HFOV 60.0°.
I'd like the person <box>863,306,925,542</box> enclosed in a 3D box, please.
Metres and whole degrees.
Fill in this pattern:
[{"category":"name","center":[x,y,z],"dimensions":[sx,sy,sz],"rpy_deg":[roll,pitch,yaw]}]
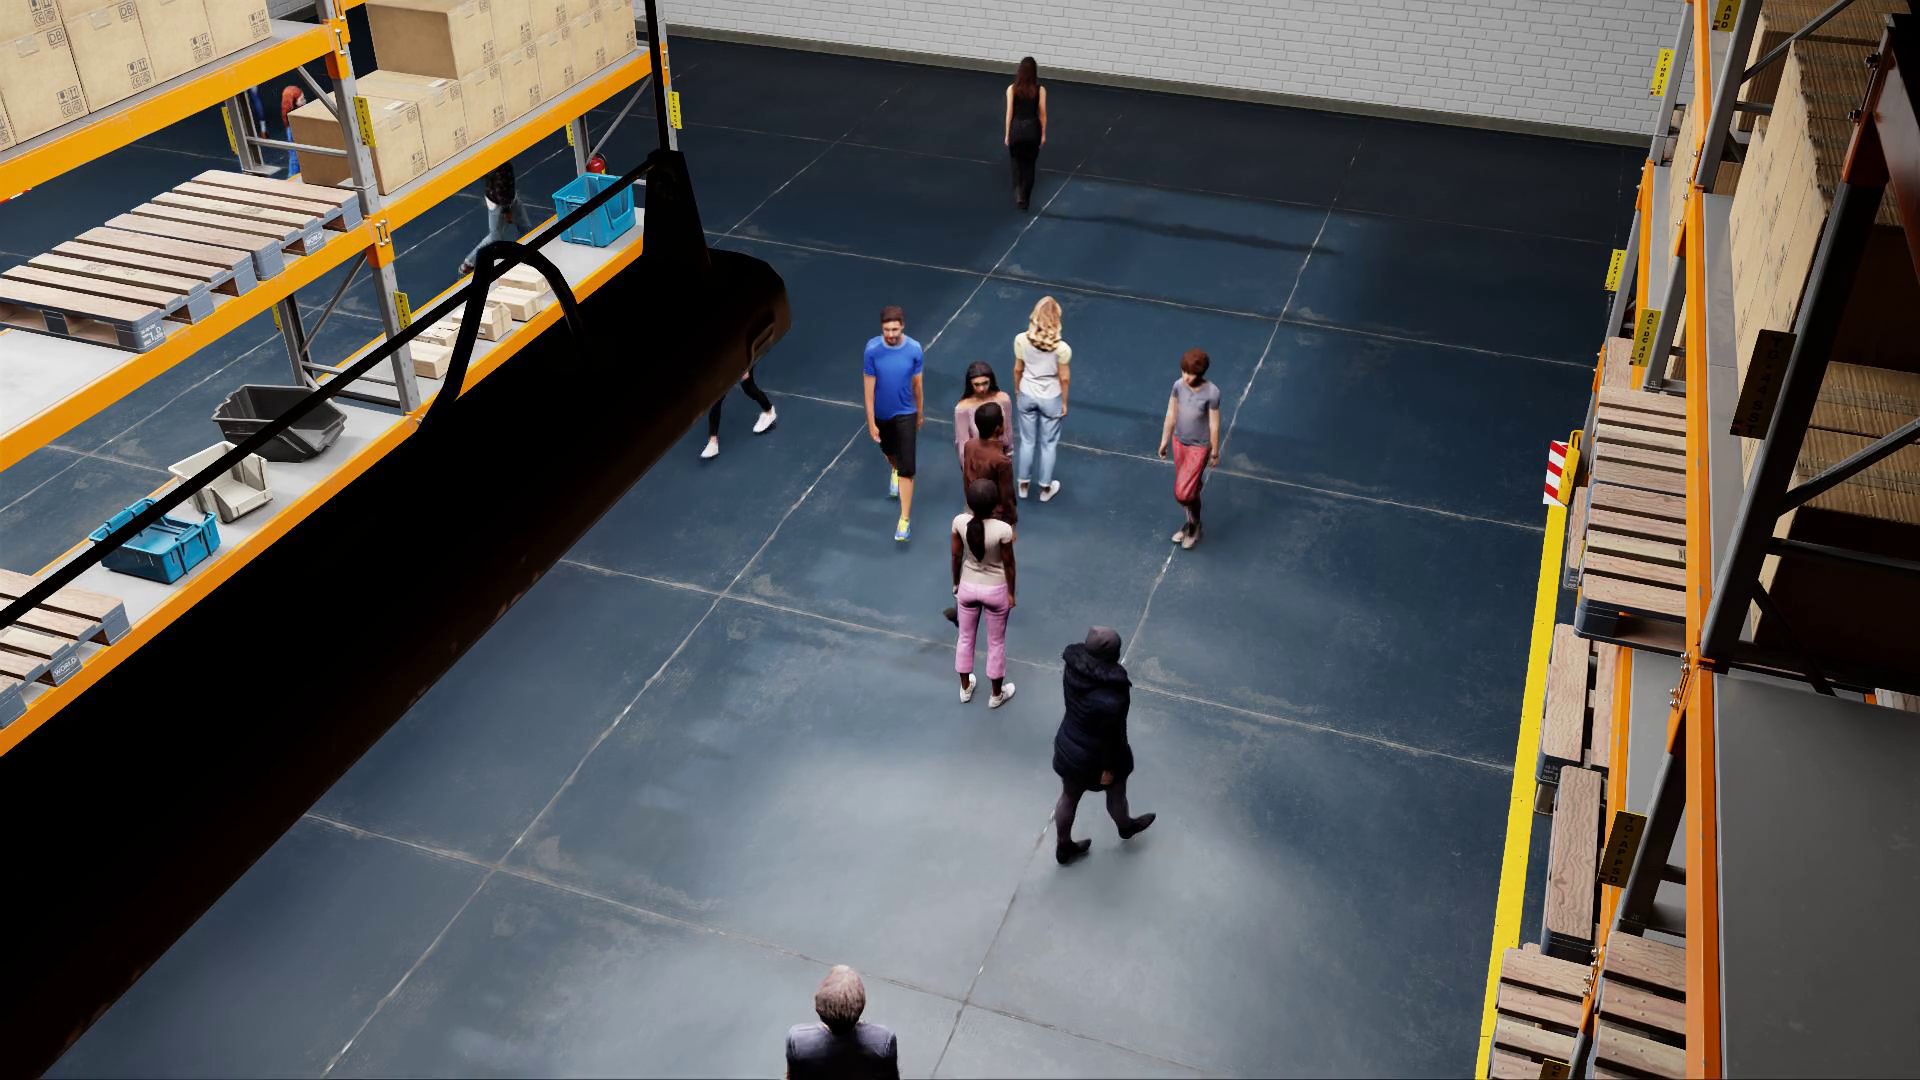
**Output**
[{"category":"person","center":[-0.509,-1.003,12.807],"dimensions":[0.838,1.812,1.326],"rpy_deg":[1,34,2]}]

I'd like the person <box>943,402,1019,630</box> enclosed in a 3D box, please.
[{"category":"person","center":[0.129,-0.116,11.517],"dimensions":[1.071,1.763,0.939],"rpy_deg":[-24,41,-32]}]

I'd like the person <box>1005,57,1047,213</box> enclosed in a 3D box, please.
[{"category":"person","center":[0.699,-4.341,17.950],"dimensions":[0.682,1.677,0.704],"rpy_deg":[1,34,2]}]

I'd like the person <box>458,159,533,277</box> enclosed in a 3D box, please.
[{"category":"person","center":[-4.607,-3.339,16.348],"dimensions":[1.090,1.784,1.238],"rpy_deg":[-2,34,-3]}]

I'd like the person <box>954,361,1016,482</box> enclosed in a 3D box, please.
[{"category":"person","center":[0.131,-0.566,12.170],"dimensions":[0.783,1.790,0.835],"rpy_deg":[-9,35,-14]}]

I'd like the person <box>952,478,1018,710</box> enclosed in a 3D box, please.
[{"category":"person","center":[0.150,0.338,10.854],"dimensions":[0.572,1.742,0.492],"rpy_deg":[11,35,16]}]

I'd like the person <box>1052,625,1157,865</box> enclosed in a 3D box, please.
[{"category":"person","center":[0.692,1.224,9.602],"dimensions":[1.055,1.651,0.962],"rpy_deg":[-20,38,-27]}]

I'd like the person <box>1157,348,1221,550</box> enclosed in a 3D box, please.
[{"category":"person","center":[1.806,-0.728,12.553],"dimensions":[0.702,1.635,0.746],"rpy_deg":[28,43,35]}]

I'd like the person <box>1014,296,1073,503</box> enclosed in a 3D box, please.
[{"category":"person","center":[0.628,-1.095,13.030],"dimensions":[0.619,1.720,0.538],"rpy_deg":[10,35,15]}]

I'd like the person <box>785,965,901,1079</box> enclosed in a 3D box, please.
[{"category":"person","center":[-0.517,2.627,7.290],"dimensions":[0.826,1.874,0.907],"rpy_deg":[-1,34,-2]}]
